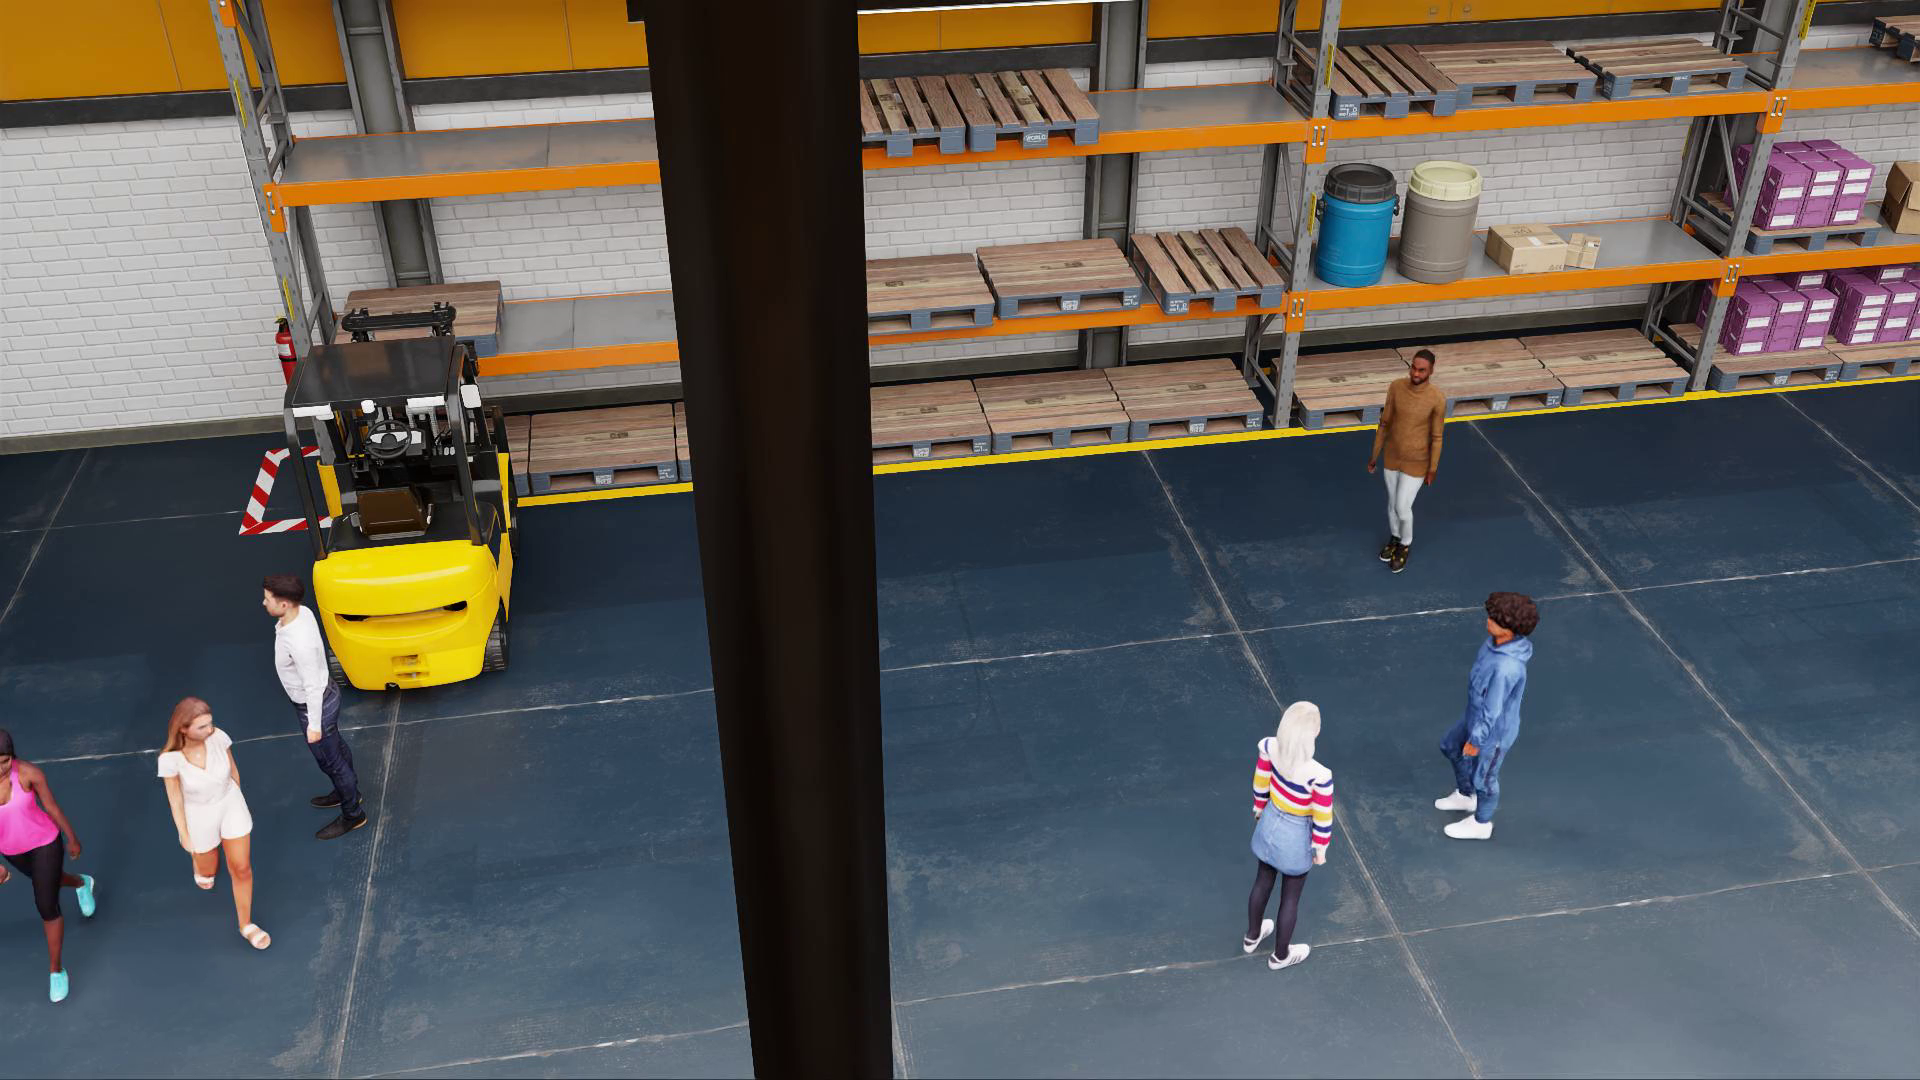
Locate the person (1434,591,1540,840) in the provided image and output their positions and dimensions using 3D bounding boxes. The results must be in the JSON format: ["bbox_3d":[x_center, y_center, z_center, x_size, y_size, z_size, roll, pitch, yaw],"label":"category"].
[{"bbox_3d":[3.253,1.085,9.965,0.745,1.796,0.766,5,34,7],"label":"person"}]

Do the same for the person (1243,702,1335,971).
[{"bbox_3d":[1.792,1.615,9.156,0.699,1.808,0.718,-26,41,-33],"label":"person"}]

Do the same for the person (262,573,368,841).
[{"bbox_3d":[-3.892,0.976,10.063,0.638,1.868,0.658,-12,35,-17],"label":"person"}]

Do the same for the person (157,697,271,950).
[{"bbox_3d":[-4.248,1.536,9.403,1.006,1.666,0.974,-27,42,-35],"label":"person"}]

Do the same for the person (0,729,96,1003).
[{"bbox_3d":[-5.135,1.641,9.236,1.046,1.676,0.633,-5,34,-8],"label":"person"}]

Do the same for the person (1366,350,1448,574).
[{"bbox_3d":[3.408,-0.646,12.563,0.771,1.802,0.822,26,42,34],"label":"person"}]
